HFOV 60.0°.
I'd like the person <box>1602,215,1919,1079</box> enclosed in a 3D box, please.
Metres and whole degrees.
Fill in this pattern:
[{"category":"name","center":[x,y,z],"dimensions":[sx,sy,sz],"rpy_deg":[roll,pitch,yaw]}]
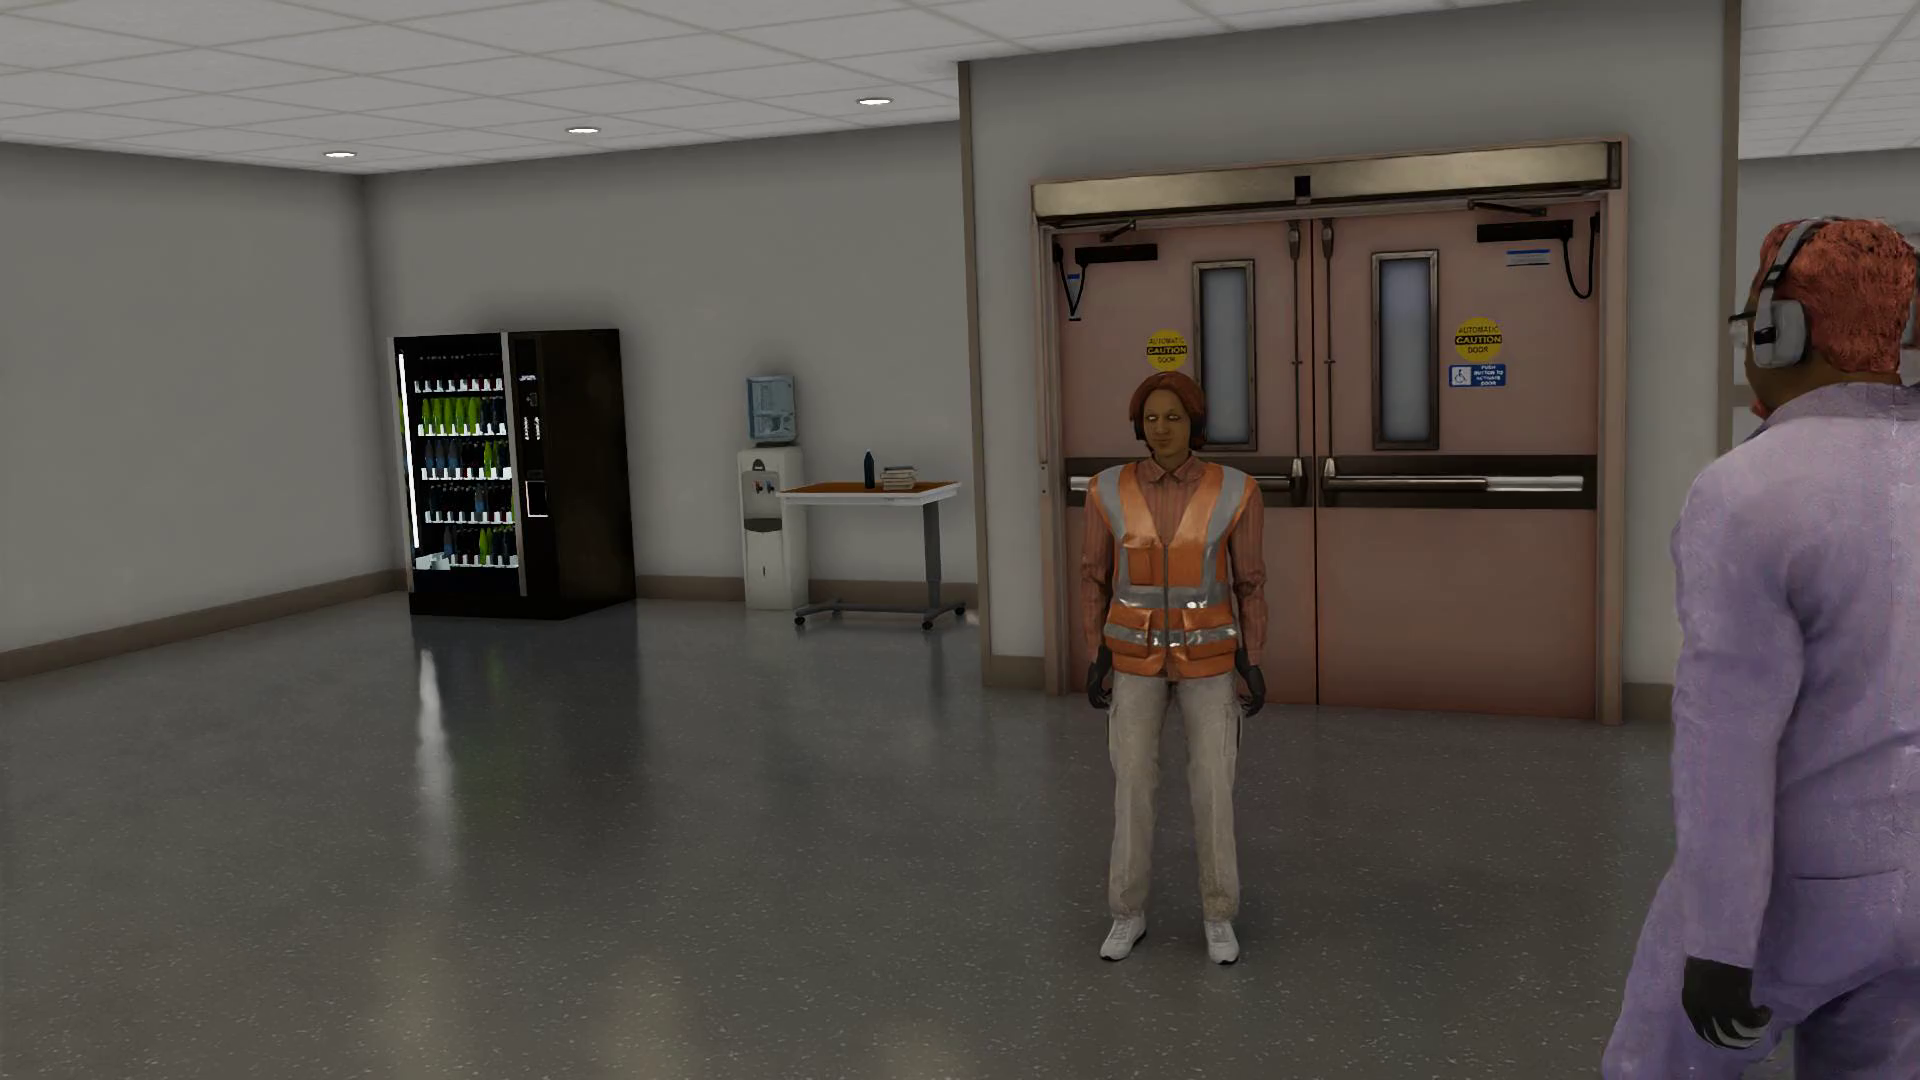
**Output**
[{"category":"person","center":[1.239,0.483,2.452],"dimensions":[0.659,1.885,0.454],"rpy_deg":[-5,8,-21]}]

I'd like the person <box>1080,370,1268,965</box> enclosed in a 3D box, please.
[{"category":"person","center":[0.594,0.353,4.604],"dimensions":[0.514,1.642,0.314],"rpy_deg":[0,8,14]}]
